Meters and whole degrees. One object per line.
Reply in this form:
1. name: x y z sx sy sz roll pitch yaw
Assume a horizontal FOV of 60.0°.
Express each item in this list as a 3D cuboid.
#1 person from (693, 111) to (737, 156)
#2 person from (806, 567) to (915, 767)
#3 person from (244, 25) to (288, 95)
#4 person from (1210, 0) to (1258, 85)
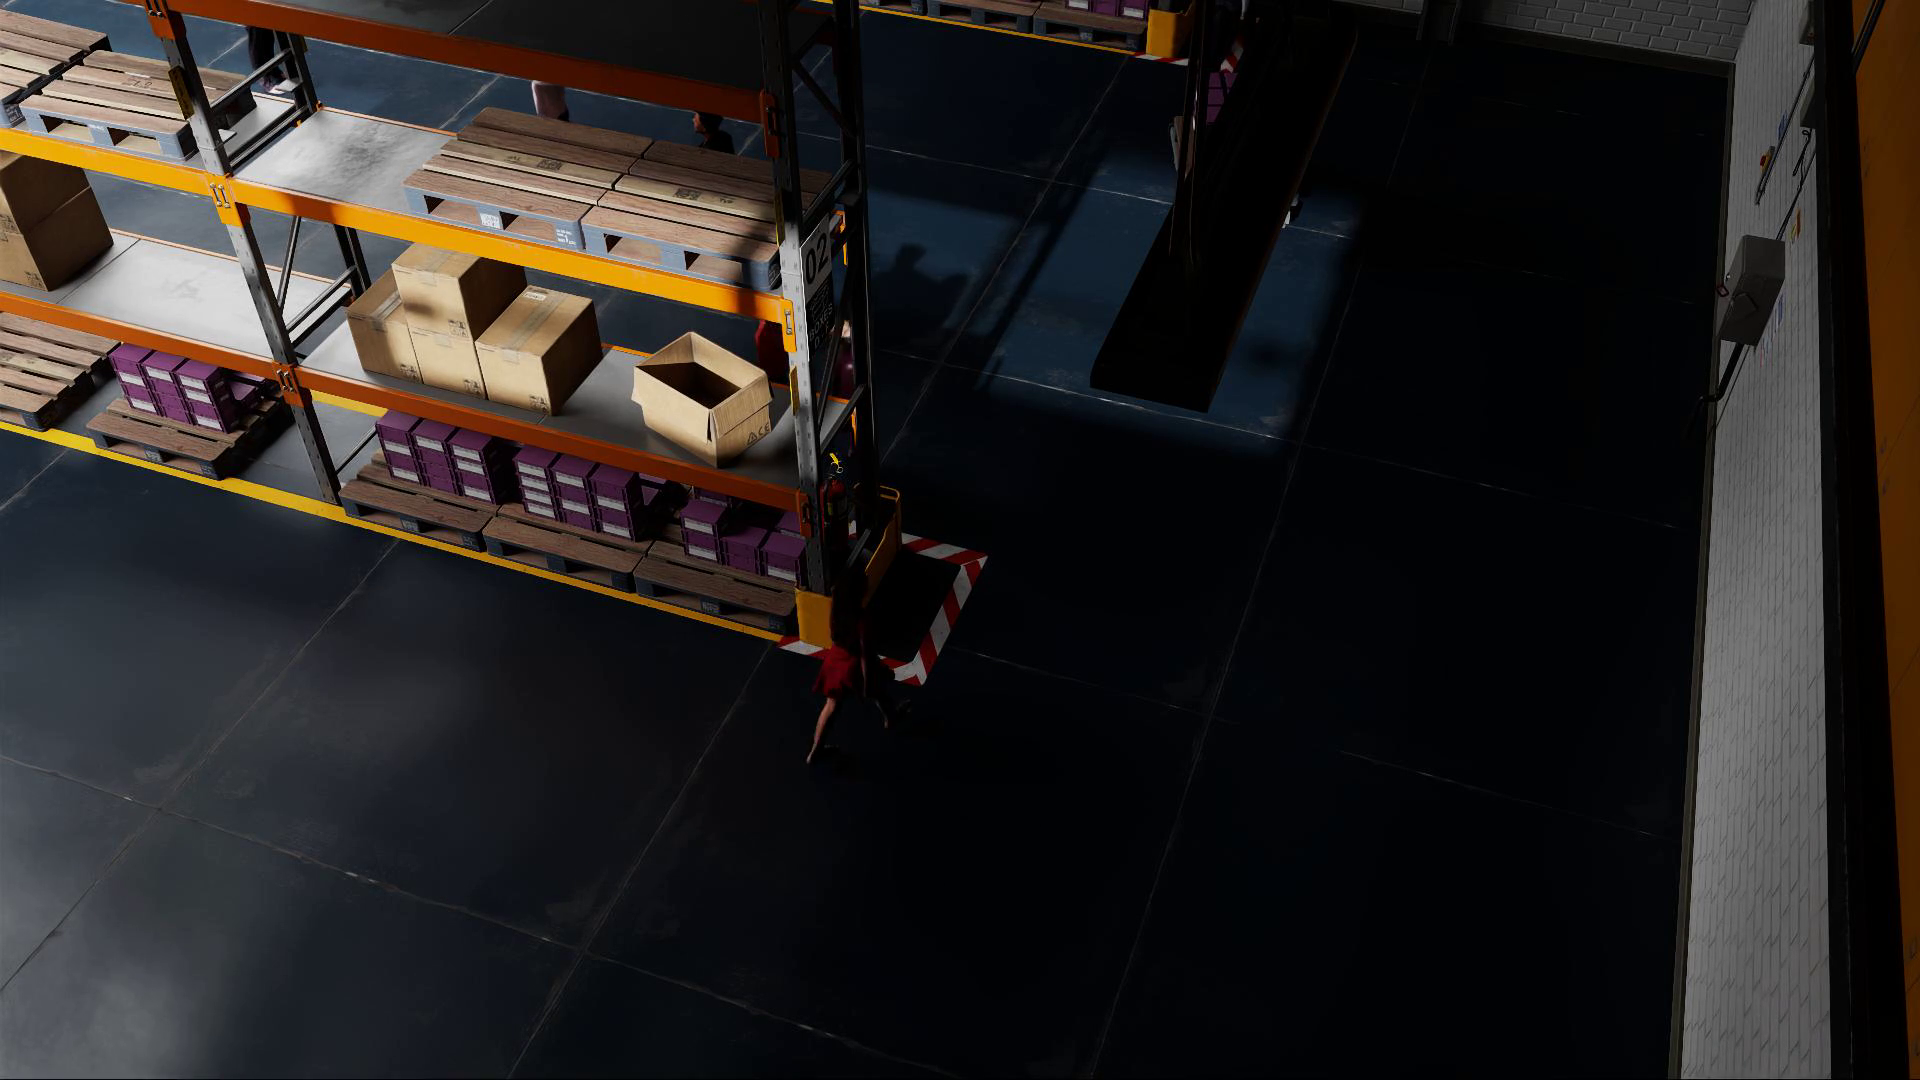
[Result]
1. person: -1.994 -2.819 13.828 0.656 1.815 0.731 7 44 7
2. person: -0.721 0.812 10.239 0.916 1.510 1.072 -34 53 -31
3. person: -7.028 -5.372 16.467 0.671 1.871 0.724 0 44 0
4. person: 2.652 -5.329 16.489 1.085 1.778 1.114 -25 49 -24
